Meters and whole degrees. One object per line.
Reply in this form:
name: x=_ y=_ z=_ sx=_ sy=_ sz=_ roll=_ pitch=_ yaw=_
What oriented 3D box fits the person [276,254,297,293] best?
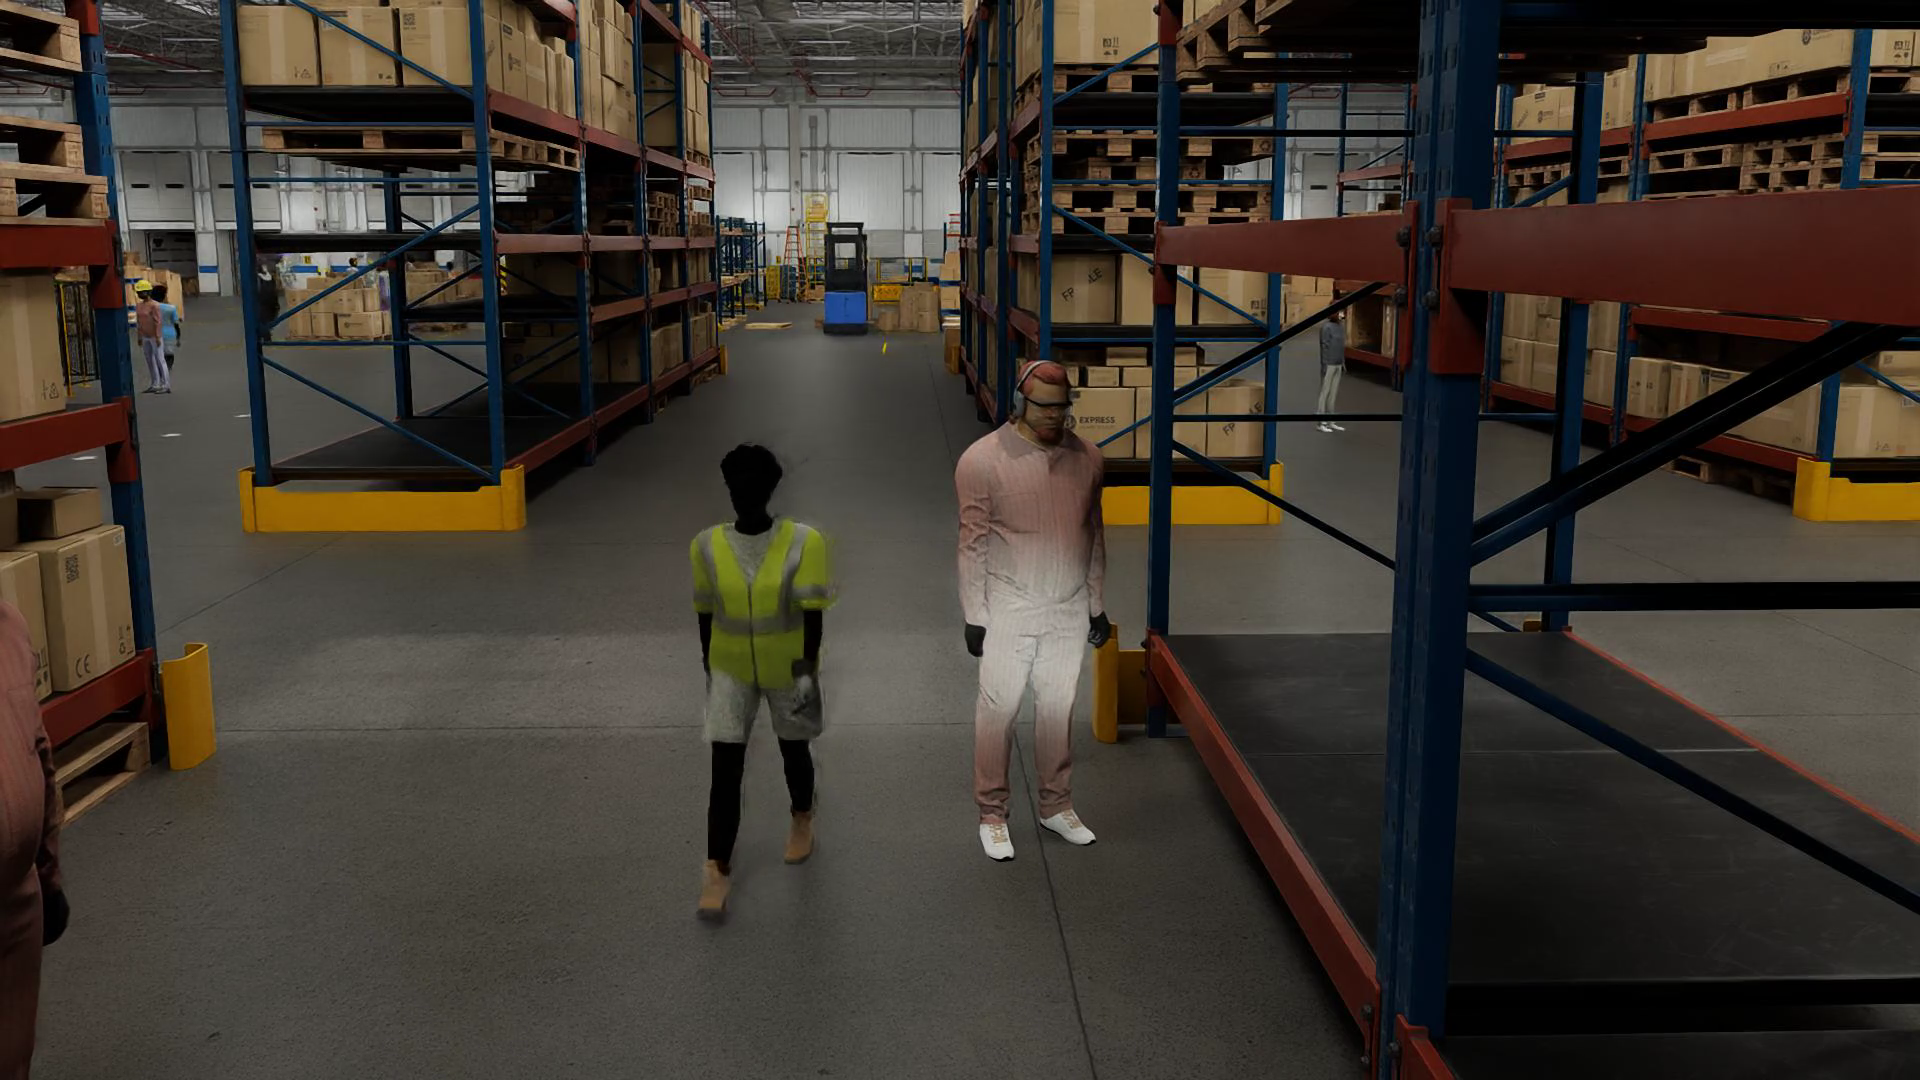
person: x=-25.671 y=-9.951 z=63.334 sx=0.690 sy=1.882 sz=0.425 roll=0 pitch=10 yaw=-2

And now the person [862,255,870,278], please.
person: x=-3.247 y=-8.741 z=56.500 sx=0.382 sy=1.917 sz=0.585 roll=-3 pitch=10 yaw=-14

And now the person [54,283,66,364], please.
person: x=-17.069 y=-4.203 z=31.123 sx=0.617 sy=1.955 sz=0.375 roll=-7 pitch=12 yaw=-33

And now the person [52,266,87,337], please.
person: x=-21.368 y=-5.707 z=39.638 sx=0.880 sy=1.909 sz=0.555 roll=0 pitch=10 yaw=0

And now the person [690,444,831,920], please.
person: x=-0.711 y=0.463 z=5.986 sx=0.529 sy=1.641 sz=0.911 roll=1 pitch=10 yaw=5

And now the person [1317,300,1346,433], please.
person: x=4.611 y=-2.148 z=20.560 sx=0.280 sy=1.634 sz=0.498 roll=9 pitch=14 yaw=43

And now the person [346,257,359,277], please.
person: x=-18.152 y=-7.517 z=49.811 sx=0.514 sy=1.872 sz=0.332 roll=5 pitch=11 yaw=26

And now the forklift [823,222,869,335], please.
forklift: x=-2.888 y=-6.609 z=41.940 sx=1.129 sy=2.768 sz=1.873 roll=0 pitch=10 yaw=-2

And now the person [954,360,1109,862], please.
person: x=0.298 y=0.264 z=6.383 sx=0.638 sy=1.903 sz=0.409 roll=-5 pitch=11 yaw=-26

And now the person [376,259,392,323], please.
person: x=-14.629 y=-6.198 z=42.387 sx=0.509 sy=1.904 sz=0.592 roll=0 pitch=10 yaw=-3

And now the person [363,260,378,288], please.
person: x=-20.325 y=-8.818 z=57.494 sx=0.486 sy=1.716 sz=0.764 roll=1 pitch=10 yaw=7

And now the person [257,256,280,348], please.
person: x=-15.464 y=-5.299 z=36.978 sx=0.653 sy=2.000 sz=0.696 roll=5 pitch=11 yaw=25

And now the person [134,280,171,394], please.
person: x=-12.518 y=-3.127 z=25.679 sx=0.526 sy=1.756 sz=0.364 roll=6 pitch=12 yaw=32

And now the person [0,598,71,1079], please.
person: x=-2.131 y=0.783 z=3.513 sx=0.395 sy=1.899 sz=0.642 roll=2 pitch=10 yaw=11

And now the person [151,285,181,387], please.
person: x=-12.688 y=-3.208 z=26.411 sx=0.533 sy=1.675 sz=0.769 roll=-1 pitch=10 yaw=-8

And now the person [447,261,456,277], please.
person: x=-17.306 y=-8.666 z=56.717 sx=0.627 sy=1.681 sz=0.543 roll=-9 pitch=14 yaw=-41

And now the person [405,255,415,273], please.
person: x=-20.656 y=-9.788 z=62.582 sx=0.430 sy=1.836 sz=0.632 roll=-6 pitch=12 yaw=-29
